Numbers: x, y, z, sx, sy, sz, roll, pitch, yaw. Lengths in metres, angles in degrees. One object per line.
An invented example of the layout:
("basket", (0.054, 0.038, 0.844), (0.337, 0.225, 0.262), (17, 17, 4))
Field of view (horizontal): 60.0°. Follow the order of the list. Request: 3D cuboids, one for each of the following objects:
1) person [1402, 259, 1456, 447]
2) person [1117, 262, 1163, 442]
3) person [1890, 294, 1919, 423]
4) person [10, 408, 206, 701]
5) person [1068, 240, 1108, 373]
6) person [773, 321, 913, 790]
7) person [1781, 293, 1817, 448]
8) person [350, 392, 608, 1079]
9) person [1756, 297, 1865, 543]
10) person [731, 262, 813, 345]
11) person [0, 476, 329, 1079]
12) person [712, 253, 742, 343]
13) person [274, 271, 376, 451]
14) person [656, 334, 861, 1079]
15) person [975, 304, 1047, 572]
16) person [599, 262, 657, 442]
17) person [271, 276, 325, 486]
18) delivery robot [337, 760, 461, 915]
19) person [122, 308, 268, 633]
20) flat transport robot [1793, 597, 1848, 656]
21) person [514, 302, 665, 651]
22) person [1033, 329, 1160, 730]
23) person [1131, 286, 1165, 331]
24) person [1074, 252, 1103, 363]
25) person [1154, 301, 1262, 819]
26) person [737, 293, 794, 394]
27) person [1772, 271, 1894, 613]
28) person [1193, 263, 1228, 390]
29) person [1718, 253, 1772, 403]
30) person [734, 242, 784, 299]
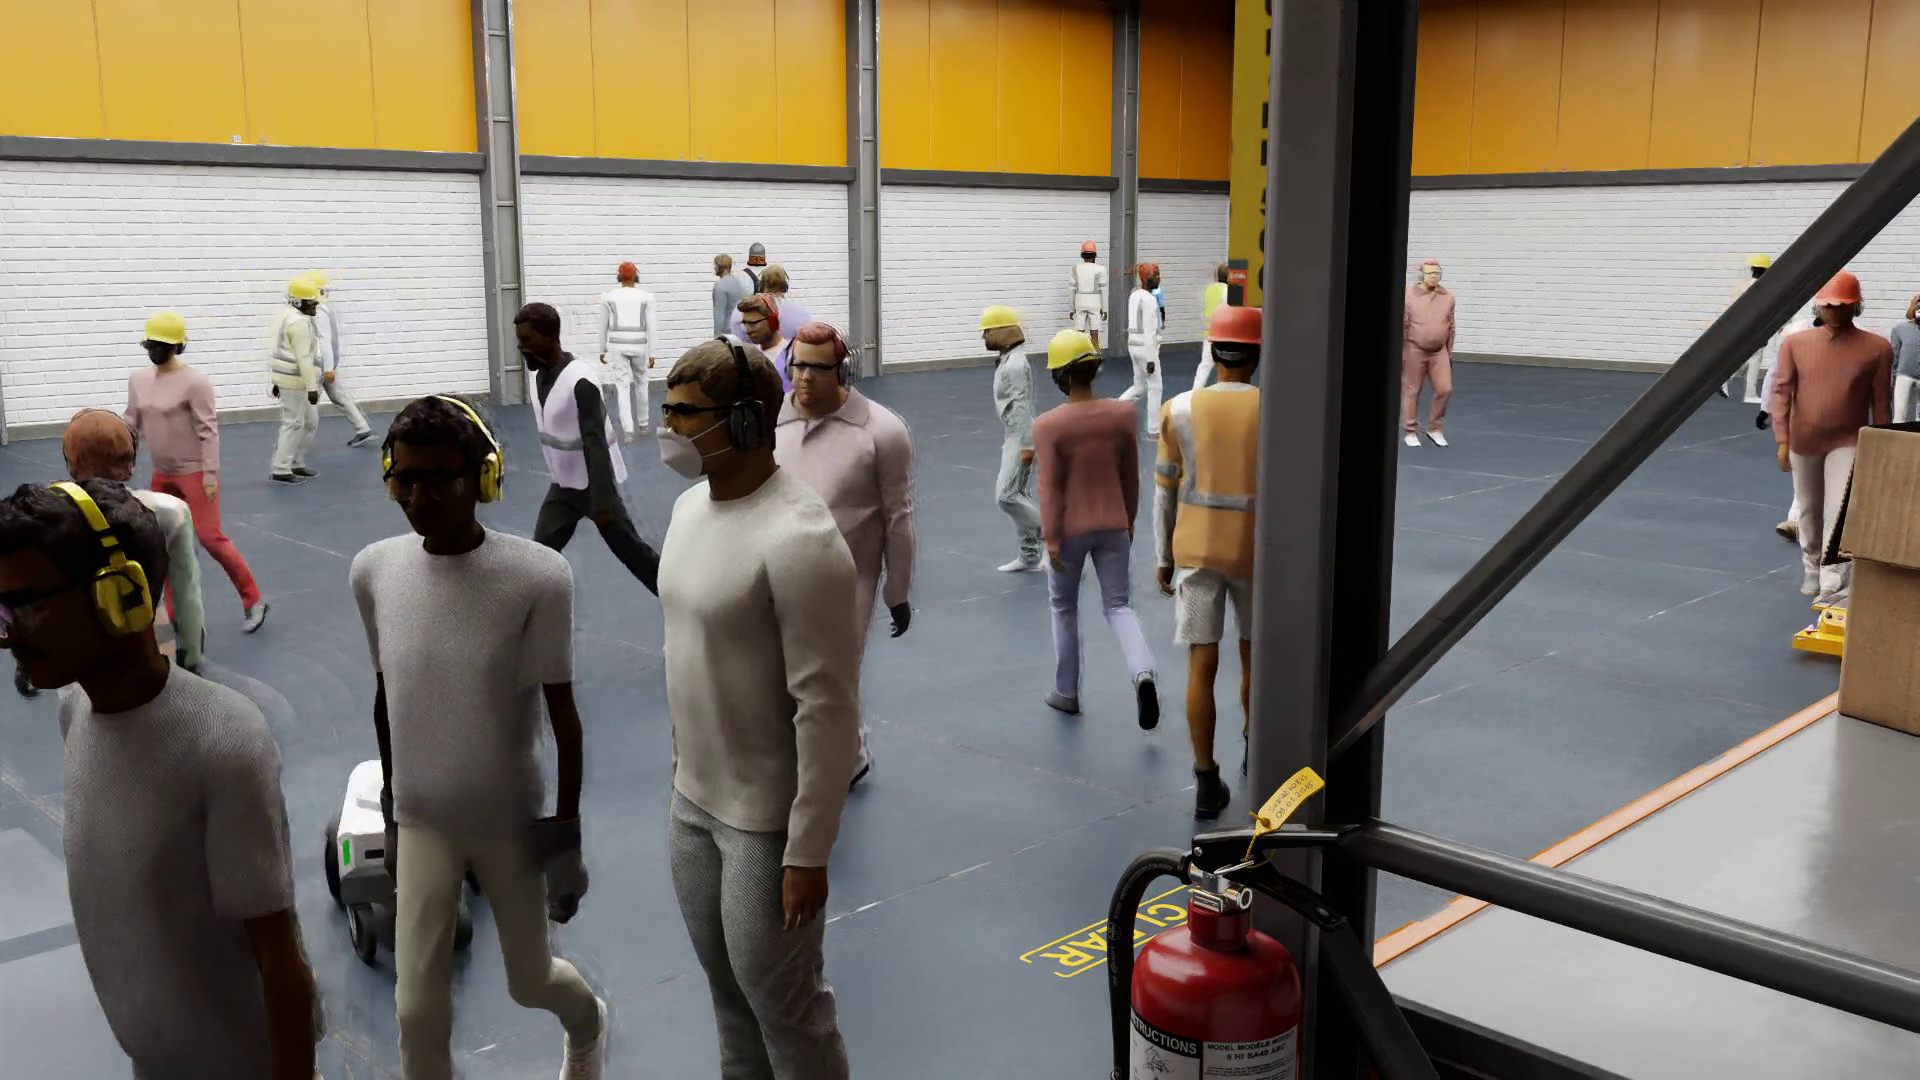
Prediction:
("person", (4.688, -1.863, 16.734), (0.663, 1.892, 0.554), (-1, 10, -7))
("person", (1.843, -1.925, 17.135), (0.741, 1.862, 0.587), (-3, 11, -15))
("person", (9.027, -1.525, 15.692), (0.498, 1.587, 0.896), (7, 12, 33))
("person", (-2.674, 0.387, 5.230), (0.533, 1.591, 0.846), (-7, 12, -33))
("person", (1.993, -3.614, 25.831), (0.615, 2.047, 0.358), (3, 11, 16))
("person", (-0.508, 0.146, 5.921), (0.663, 1.849, 1.048), (3, 11, 18))
("person", (8.439, -1.821, 16.410), (0.996, 1.910, 0.601), (-6, 12, -29))
("person", (-1.011, 0.576, 3.611), (0.515, 1.833, 0.860), (1, 10, 7))
("person", (5.990, -0.886, 11.686), (1.013, 1.781, 0.628), (-9, 14, -41))
("person", (-1.425, -1.151, 12.735), (0.645, 1.923, 0.499), (-2, 11, -9))
("person", (-1.069, 0.805, 2.415), (0.644, 1.801, 0.995), (6, 12, 31))
("person", (-2.733, -2.490, 20.042), (0.703, 1.925, 0.633), (2, 11, 10))
("person", (-6.342, -1.781, 16.554), (0.948, 1.789, 0.603), (-3, 11, -16))
("person", (-0.437, 0.552, 3.411), (0.357, 1.938, 0.637), (-7, 12, -33))
("person", (0.356, -0.617, 10.417), (0.519, 1.708, 0.500), (-1, 10, -6))
("person", (-3.494, -1.985, 17.494), (0.588, 1.851, 0.899), (-3, 11, -14))
("person", (-5.668, -1.351, 14.191), (0.559, 1.790, 0.612), (-5, 11, -25))
("delivery robot", (-1.732, 0.876, 5.169), (0.477, 0.478, 0.707), (-3, 11, -16))
("person", (-4.161, -0.357, 8.890), (0.663, 1.758, 0.488), (5, 11, 24))
("flat transport robot", (4.957, 0.411, 8.733), (0.652, 0.197, 1.431), (10, 14, 42))
("person", (-1.834, -0.284, 8.323), (1.151, 1.829, 0.616), (-9, 13, -39))
("person", (0.583, -0.037, 7.174), (0.534, 1.732, 0.739), (-4, 11, -19))
("person", (2.853, -3.343, 25.424), (0.541, 1.658, 0.866), (4, 11, 23))
("person", (2.157, -3.930, 27.850), (0.542, 1.939, 0.368), (7, 12, 33))
("person", (1.031, 0.035, 6.321), (0.569, 1.900, 0.909), (3, 11, 15))
("person", (-0.991, -0.454, 9.220), (0.461, 1.815, 0.607), (-9, 14, -41))
("person", (4.983, -0.570, 9.548), (0.605, 1.933, 1.070), (7, 12, 33))
("person", (3.209, -2.473, 20.312), (0.963, 1.797, 0.620), (-7, 13, -35))
("person", (10.008, -2.678, 21.103), (0.559, 1.911, 0.593), (0, 10, 1))
("person", (-2.668, -2.912, 22.021), (0.673, 2.000, 0.536), (-2, 11, -13))
